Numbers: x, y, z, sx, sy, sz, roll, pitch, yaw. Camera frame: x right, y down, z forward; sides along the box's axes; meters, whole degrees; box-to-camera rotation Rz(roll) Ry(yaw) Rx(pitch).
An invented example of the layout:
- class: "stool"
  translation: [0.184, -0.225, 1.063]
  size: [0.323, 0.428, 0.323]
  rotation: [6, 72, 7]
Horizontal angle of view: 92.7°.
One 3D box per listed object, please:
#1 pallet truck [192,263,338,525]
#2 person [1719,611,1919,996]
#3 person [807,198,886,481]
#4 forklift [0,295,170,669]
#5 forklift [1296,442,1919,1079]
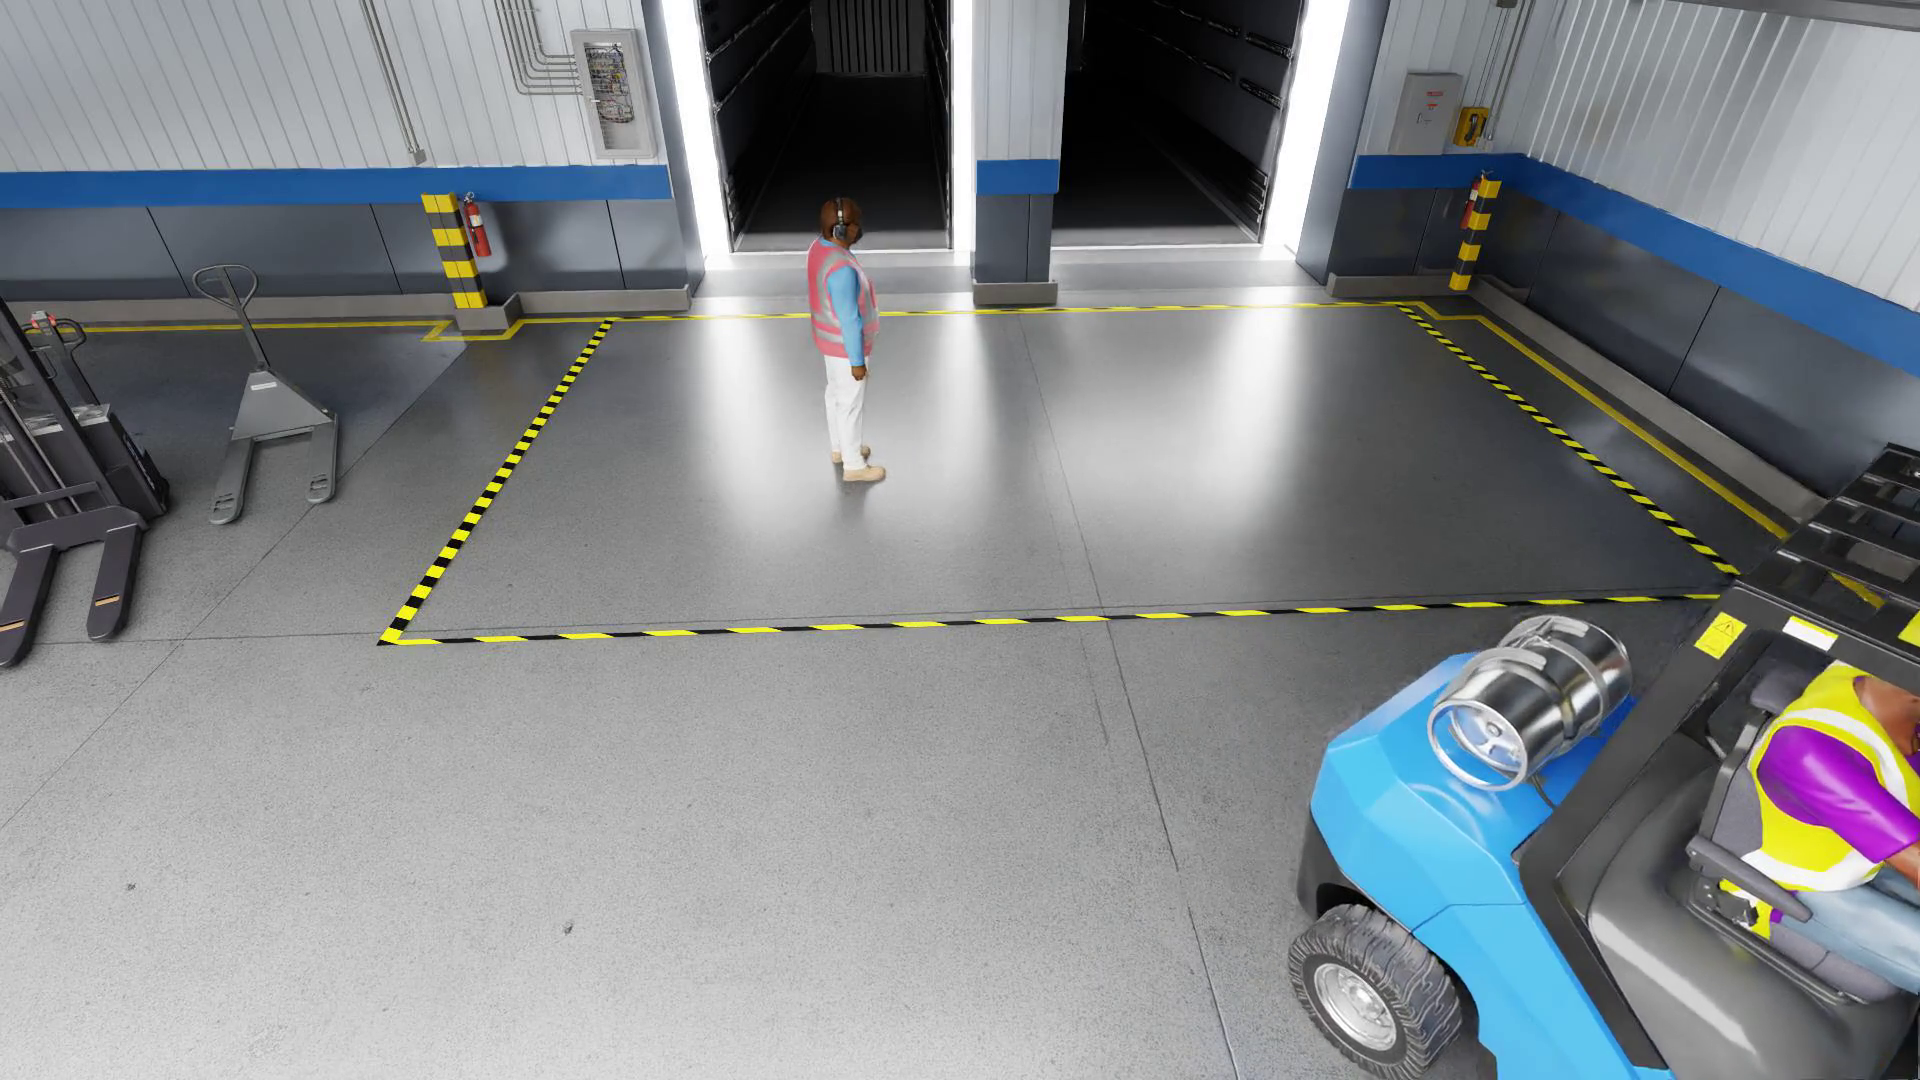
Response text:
- class: "pallet truck"
  translation: [-4.778, -1.027, 6.128]
  size: [0.680, 1.201, 1.601]
  rotation: [-17, 38, -23]
- class: "person"
  translation: [2.372, 0.857, 2.119]
  size: [0.635, 1.294, 1.004]
  rotation: [-22, 41, -29]
- class: "person"
  translation: [-0.728, -1.268, 5.946]
  size: [0.429, 1.841, 0.633]
  rotation: [-13, 37, -17]
- class: "forklift"
  translation: [-5.212, -0.618, 4.878]
  size: [0.823, 1.965, 1.885]
  rotation: [-20, 39, -26]
- class: "forklift"
  translation: [2.343, 0.981, 2.270]
  size: [1.157, 2.036, 2.680]
  rotation: [-22, 41, -29]
